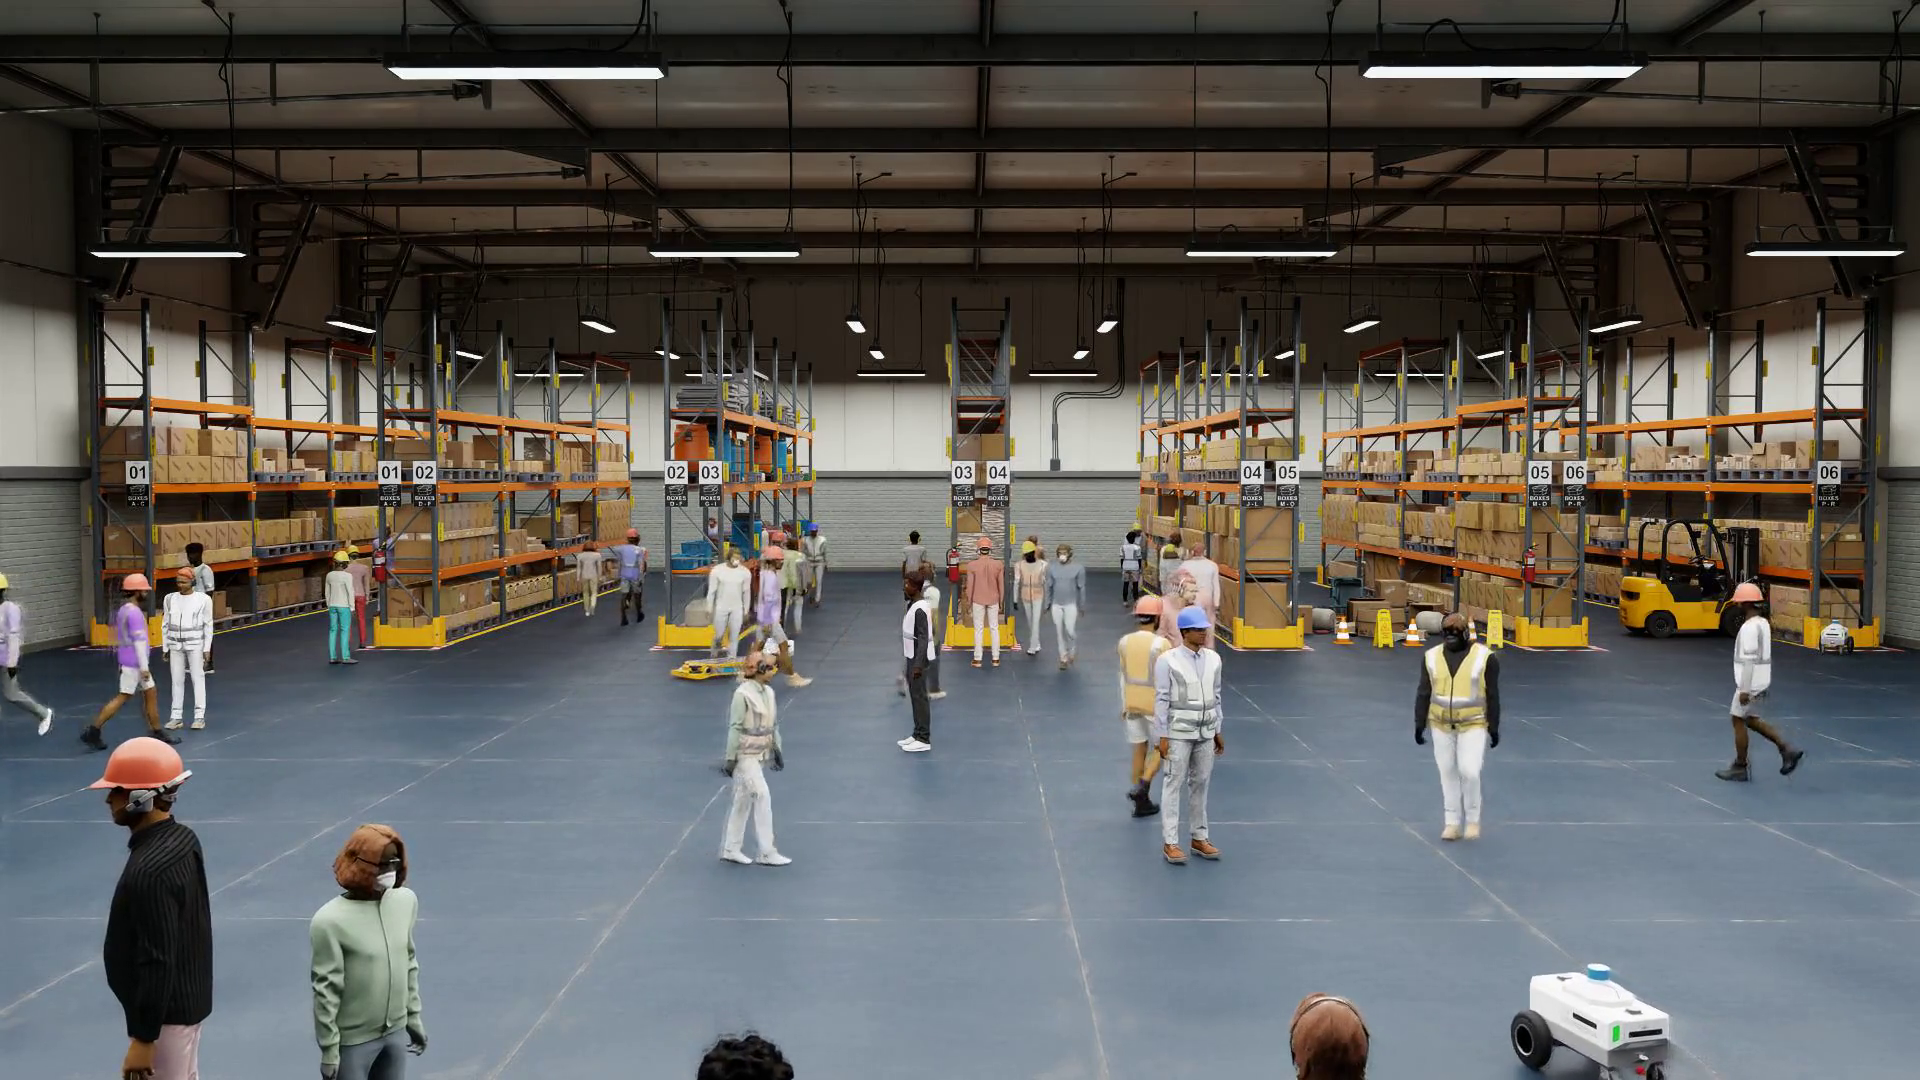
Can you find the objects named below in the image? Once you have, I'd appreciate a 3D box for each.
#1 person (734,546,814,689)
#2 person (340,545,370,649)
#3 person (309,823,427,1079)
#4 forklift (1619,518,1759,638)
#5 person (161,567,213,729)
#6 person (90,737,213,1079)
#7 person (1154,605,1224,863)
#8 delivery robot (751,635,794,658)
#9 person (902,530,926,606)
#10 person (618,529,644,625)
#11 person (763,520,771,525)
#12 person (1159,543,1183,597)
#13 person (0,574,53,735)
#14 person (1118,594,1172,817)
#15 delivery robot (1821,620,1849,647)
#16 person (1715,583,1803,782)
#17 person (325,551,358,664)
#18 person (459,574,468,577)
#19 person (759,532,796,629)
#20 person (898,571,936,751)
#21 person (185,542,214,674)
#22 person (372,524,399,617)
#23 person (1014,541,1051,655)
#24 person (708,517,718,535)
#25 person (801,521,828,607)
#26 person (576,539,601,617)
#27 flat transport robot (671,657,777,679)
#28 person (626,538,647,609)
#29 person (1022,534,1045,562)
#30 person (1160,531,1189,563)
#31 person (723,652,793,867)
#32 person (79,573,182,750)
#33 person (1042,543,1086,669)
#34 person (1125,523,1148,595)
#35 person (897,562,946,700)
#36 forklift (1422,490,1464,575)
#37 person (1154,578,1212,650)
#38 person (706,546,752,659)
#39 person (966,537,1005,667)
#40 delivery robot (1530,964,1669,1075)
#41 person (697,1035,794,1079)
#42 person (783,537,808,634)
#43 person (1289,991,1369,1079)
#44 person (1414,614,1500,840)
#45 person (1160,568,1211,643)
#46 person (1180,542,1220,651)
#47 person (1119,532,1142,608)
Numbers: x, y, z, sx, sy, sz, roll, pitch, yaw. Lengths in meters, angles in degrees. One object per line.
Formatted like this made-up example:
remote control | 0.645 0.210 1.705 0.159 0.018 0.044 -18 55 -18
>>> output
person | -2.611 1.069 22.260 1.091 1.987 0.624 -1 2 -14
person | -10.305 0.973 27.417 0.534 1.762 0.327 -2 3 -40
person | -2.226 1.881 6.097 0.289 1.632 0.497 1 3 25
forklift | 13.417 0.684 29.791 2.313 2.155 1.214 0 2 0
person | -8.989 1.253 18.759 0.573 1.887 0.356 0 2 -2
person | -2.933 1.710 5.886 0.393 1.995 0.612 -1 2 -16
person | 1.761 1.474 12.393 0.614 1.950 0.376 -1 3 -29
delivery robot | -2.852 1.651 24.629 0.477 0.478 0.707 2 3 36
person | -0.889 0.748 31.720 0.521 1.869 0.328 0 2 4
person | -6.524 0.729 32.077 0.561 1.885 1.019 0 2 5
person | -5.643 0.244 47.282 0.283 1.634 0.498 1 2 21
person | 3.838 0.921 29.073 0.499 1.718 0.532 -1 2 -16
person | -10.487 1.289 17.801 0.592 1.900 0.811 1 3 28
person | 1.599 1.430 13.954 0.542 1.923 0.477 2 3 41
delivery robot | 14.484 1.567 26.726 0.477 0.478 0.707 2 3 35
person | 7.666 1.369 15.506 0.655 1.920 0.549 2 3 40
person | -9.661 1.056 25.223 0.535 1.767 0.317 1 2 22
person | -10.803 0.573 34.399 0.617 2.013 0.923 0 2 -3
person | -3.263 0.824 28.754 0.631 1.952 0.964 0 2 2
person | -0.459 1.292 17.371 0.379 1.918 0.596 0 2 -9
person | -11.306 1.007 23.991 0.608 1.962 0.381 2 3 41
person | -11.980 0.632 33.732 0.627 1.941 0.373 0 2 8
person | 1.200 0.948 26.753 0.604 1.868 1.013 1 2 14
person | -6.777 0.278 44.178 0.586 1.811 0.785 0 2 4
person | -3.262 0.540 36.190 0.620 1.934 0.496 0 2 -3
person | -7.715 0.796 33.516 0.511 1.615 0.560 0 2 -9
flat transport robot | -3.468 1.870 23.779 1.431 0.197 0.652 -2 3 -39
person | -7.126 0.710 35.353 0.554 1.632 0.950 0 2 -2
person | 1.661 0.681 36.374 0.524 1.621 0.613 0 2 1
person | 4.181 0.755 31.498 0.592 1.869 0.594 0 2 2
person | -1.482 1.649 12.137 0.721 1.602 0.526 1 2 20
person | -8.973 1.306 17.409 0.981 1.905 0.551 -1 3 -33
person | 1.563 1.007 24.487 0.643 1.918 0.513 1 2 19
person | 4.369 0.458 40.010 0.606 1.792 0.923 0 2 -3
person | -0.493 1.192 21.113 0.521 1.823 0.720 2 3 40
forklift | 13.926 -0.371 47.846 1.873 2.768 1.129 0 2 0
person | 2.399 1.335 16.978 0.658 1.859 0.959 -1 3 -27
person | -3.453 1.032 24.099 0.661 1.907 0.622 -1 2 -21
person | 0.385 0.954 24.924 0.610 1.996 0.379 -1 2 -12
delivery robot | 3.107 2.317 7.864 0.477 0.478 0.707 -1 2 -15
person | -0.465 1.956 3.606 0.547 1.675 0.572 -1 2 -14
person | -3.127 0.849 29.831 0.634 1.817 0.765 0 2 5
person | 0.972 1.979 4.186 0.510 1.590 0.904 0 2 12
person | 3.994 1.510 13.024 0.665 1.828 0.499 2 3 34
person | 2.636 1.255 18.954 0.640 1.866 0.959 0 2 -10
person | 3.796 0.981 25.482 0.679 1.887 0.704 1 2 19
person | 3.822 0.659 36.053 0.532 1.697 0.320 1 3 30
